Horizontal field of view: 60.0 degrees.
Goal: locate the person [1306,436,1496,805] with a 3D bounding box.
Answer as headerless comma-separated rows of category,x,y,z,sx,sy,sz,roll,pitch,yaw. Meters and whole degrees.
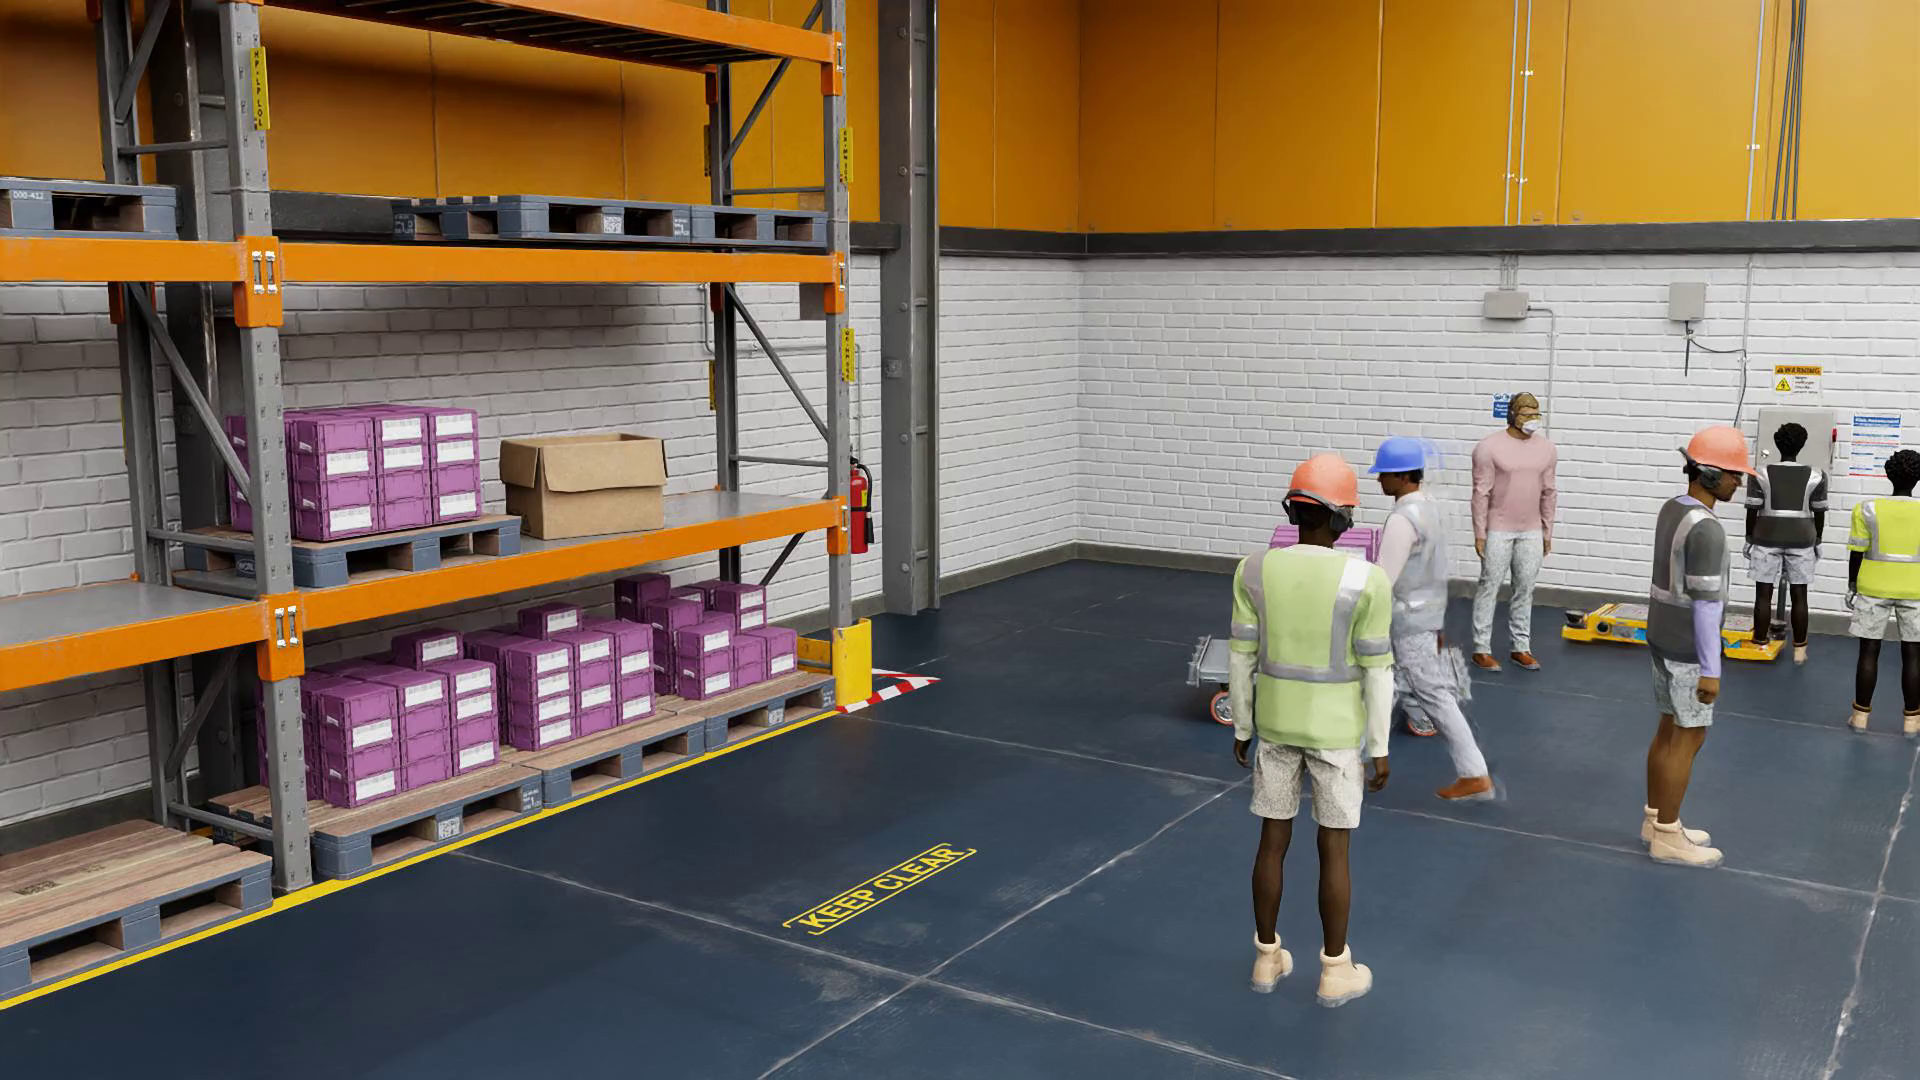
person,2.324,0.405,8.606,1.050,1.888,0.596,4,9,23

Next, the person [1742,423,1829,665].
person,5.766,0.027,11.652,0.537,1.695,0.320,3,9,21

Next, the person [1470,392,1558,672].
person,3.808,-0.056,11.454,0.630,1.932,0.361,-2,9,-11

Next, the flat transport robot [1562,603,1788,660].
flat transport robot,5.243,0.652,12.209,1.431,0.197,0.652,6,11,34

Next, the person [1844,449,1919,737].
person,5.509,0.312,9.804,0.541,1.695,0.315,4,10,26

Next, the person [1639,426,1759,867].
person,3.366,0.487,7.608,0.409,2.028,0.619,1,9,7

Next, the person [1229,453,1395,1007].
person,1.311,0.695,6.191,0.615,2.040,0.391,5,10,31
